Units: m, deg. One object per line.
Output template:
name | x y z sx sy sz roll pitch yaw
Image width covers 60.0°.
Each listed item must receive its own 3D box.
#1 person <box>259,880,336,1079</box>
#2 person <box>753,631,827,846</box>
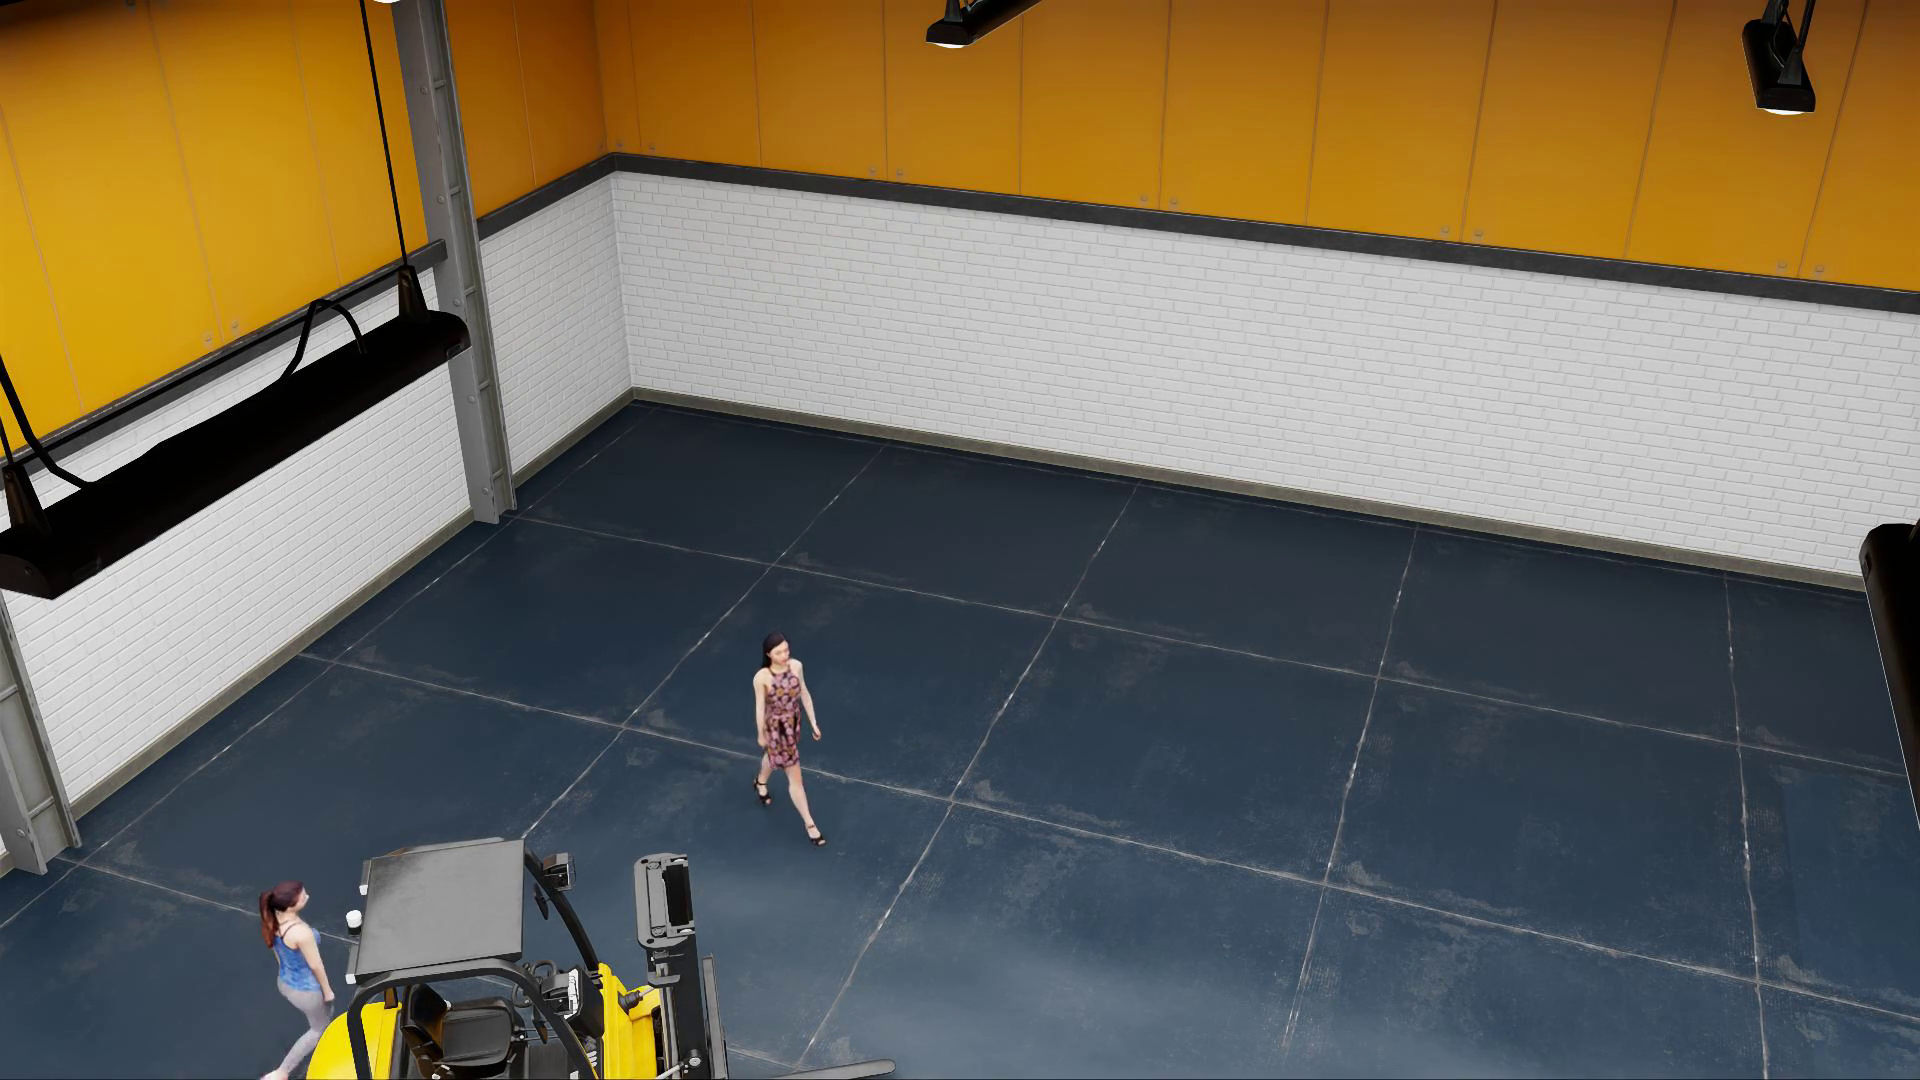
person | -4.146 2.818 10.364 0.740 1.590 0.978 20 34 32
person | -1.398 1.443 12.751 1.165 1.719 1.032 -23 36 -35
